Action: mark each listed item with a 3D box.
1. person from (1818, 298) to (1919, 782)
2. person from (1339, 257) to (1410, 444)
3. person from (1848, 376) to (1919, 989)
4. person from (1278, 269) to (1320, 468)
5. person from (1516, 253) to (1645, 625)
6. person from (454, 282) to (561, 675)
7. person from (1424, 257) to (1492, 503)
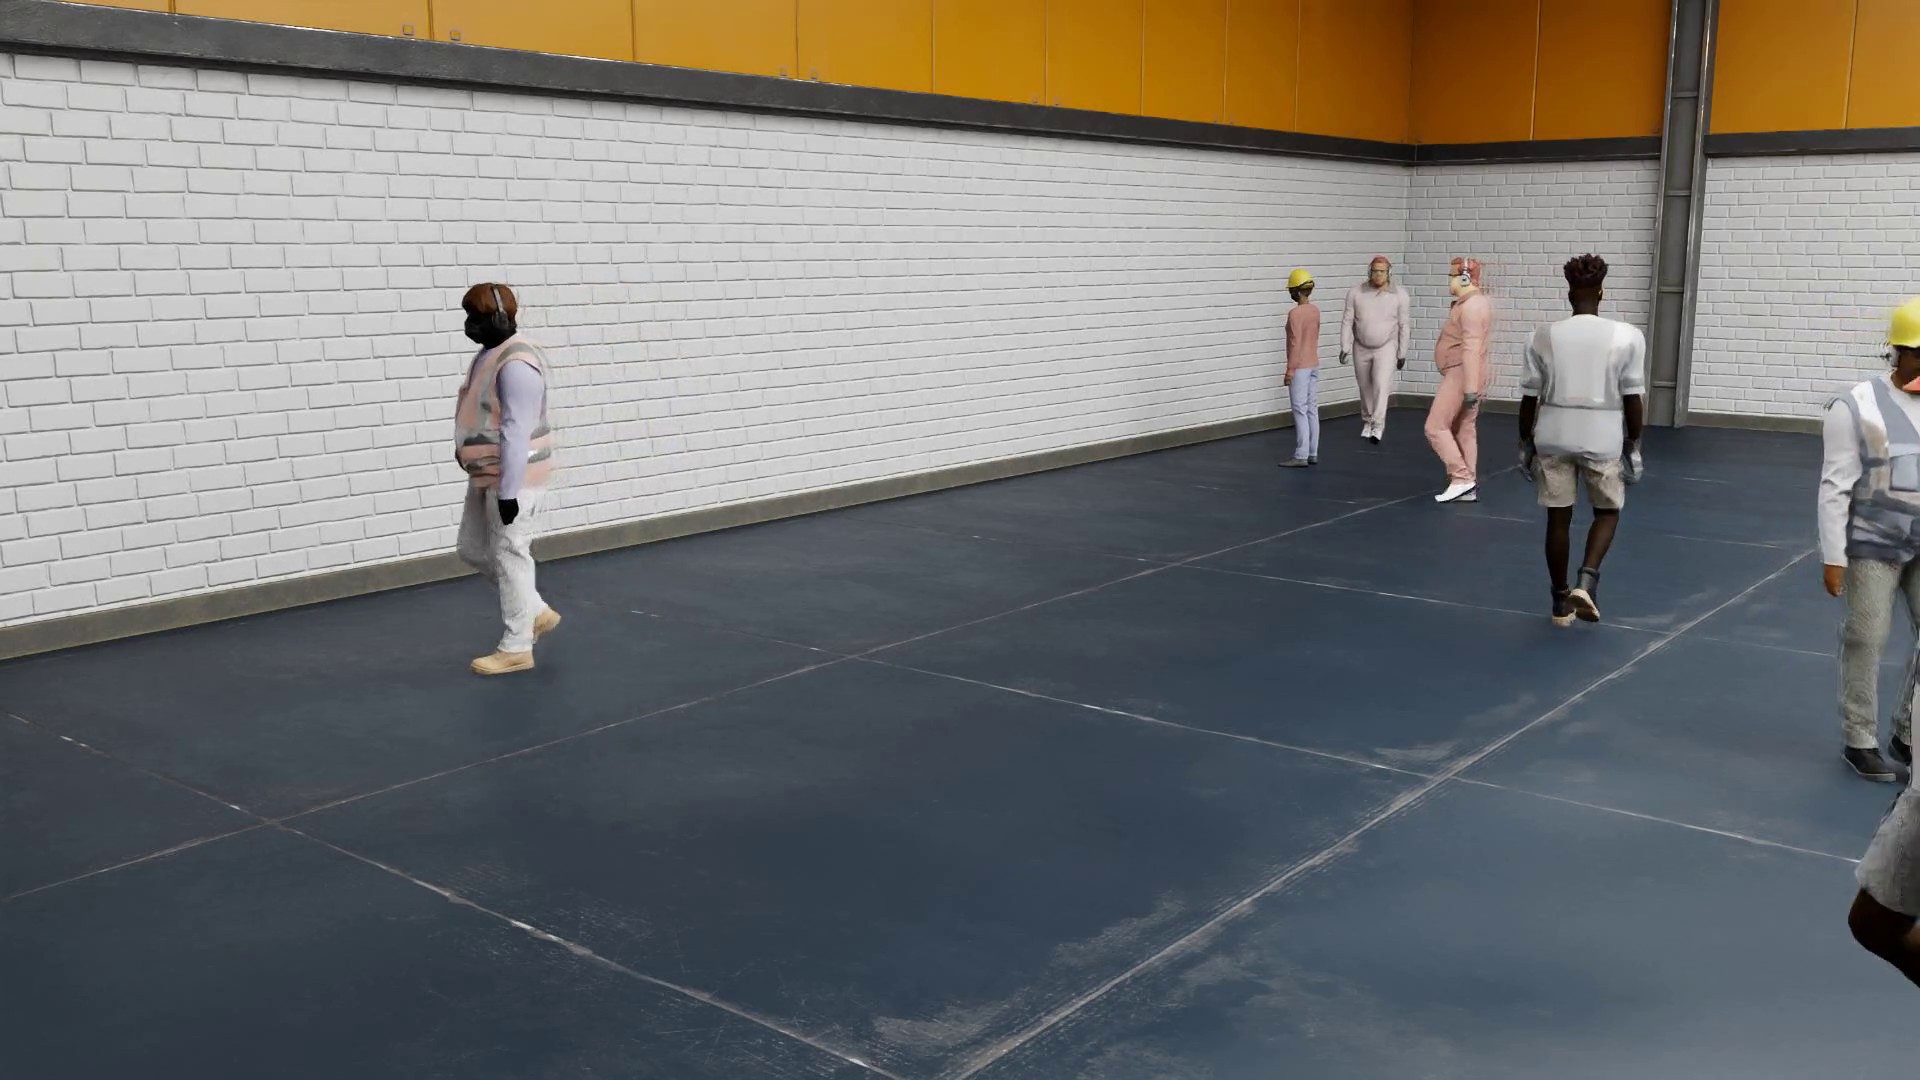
[{"bbox_3d":[3.467,0.024,6.113,0.625,1.814,0.502,1,10,5],"label":"person"},{"bbox_3d":[4.175,-1.917,16.790,0.643,1.853,1.011,5,11,24],"label":"person"},{"bbox_3d":[2.052,0.480,3.306,0.448,1.925,0.544,3,11,15],"label":"person"},{"bbox_3d":[3.033,-1.527,14.857,0.327,1.765,0.528,7,13,35],"label":"person"},{"bbox_3d":[3.216,-0.504,8.645,0.641,1.954,0.455,5,11,27],"label":"person"},{"bbox_3d":[-2.129,-0.278,7.760,0.435,1.831,0.654,-6,12,-28],"label":"person"},{"bbox_3d":[3.824,-1.214,12.771,0.448,1.893,0.647,5,11,25],"label":"person"}]
